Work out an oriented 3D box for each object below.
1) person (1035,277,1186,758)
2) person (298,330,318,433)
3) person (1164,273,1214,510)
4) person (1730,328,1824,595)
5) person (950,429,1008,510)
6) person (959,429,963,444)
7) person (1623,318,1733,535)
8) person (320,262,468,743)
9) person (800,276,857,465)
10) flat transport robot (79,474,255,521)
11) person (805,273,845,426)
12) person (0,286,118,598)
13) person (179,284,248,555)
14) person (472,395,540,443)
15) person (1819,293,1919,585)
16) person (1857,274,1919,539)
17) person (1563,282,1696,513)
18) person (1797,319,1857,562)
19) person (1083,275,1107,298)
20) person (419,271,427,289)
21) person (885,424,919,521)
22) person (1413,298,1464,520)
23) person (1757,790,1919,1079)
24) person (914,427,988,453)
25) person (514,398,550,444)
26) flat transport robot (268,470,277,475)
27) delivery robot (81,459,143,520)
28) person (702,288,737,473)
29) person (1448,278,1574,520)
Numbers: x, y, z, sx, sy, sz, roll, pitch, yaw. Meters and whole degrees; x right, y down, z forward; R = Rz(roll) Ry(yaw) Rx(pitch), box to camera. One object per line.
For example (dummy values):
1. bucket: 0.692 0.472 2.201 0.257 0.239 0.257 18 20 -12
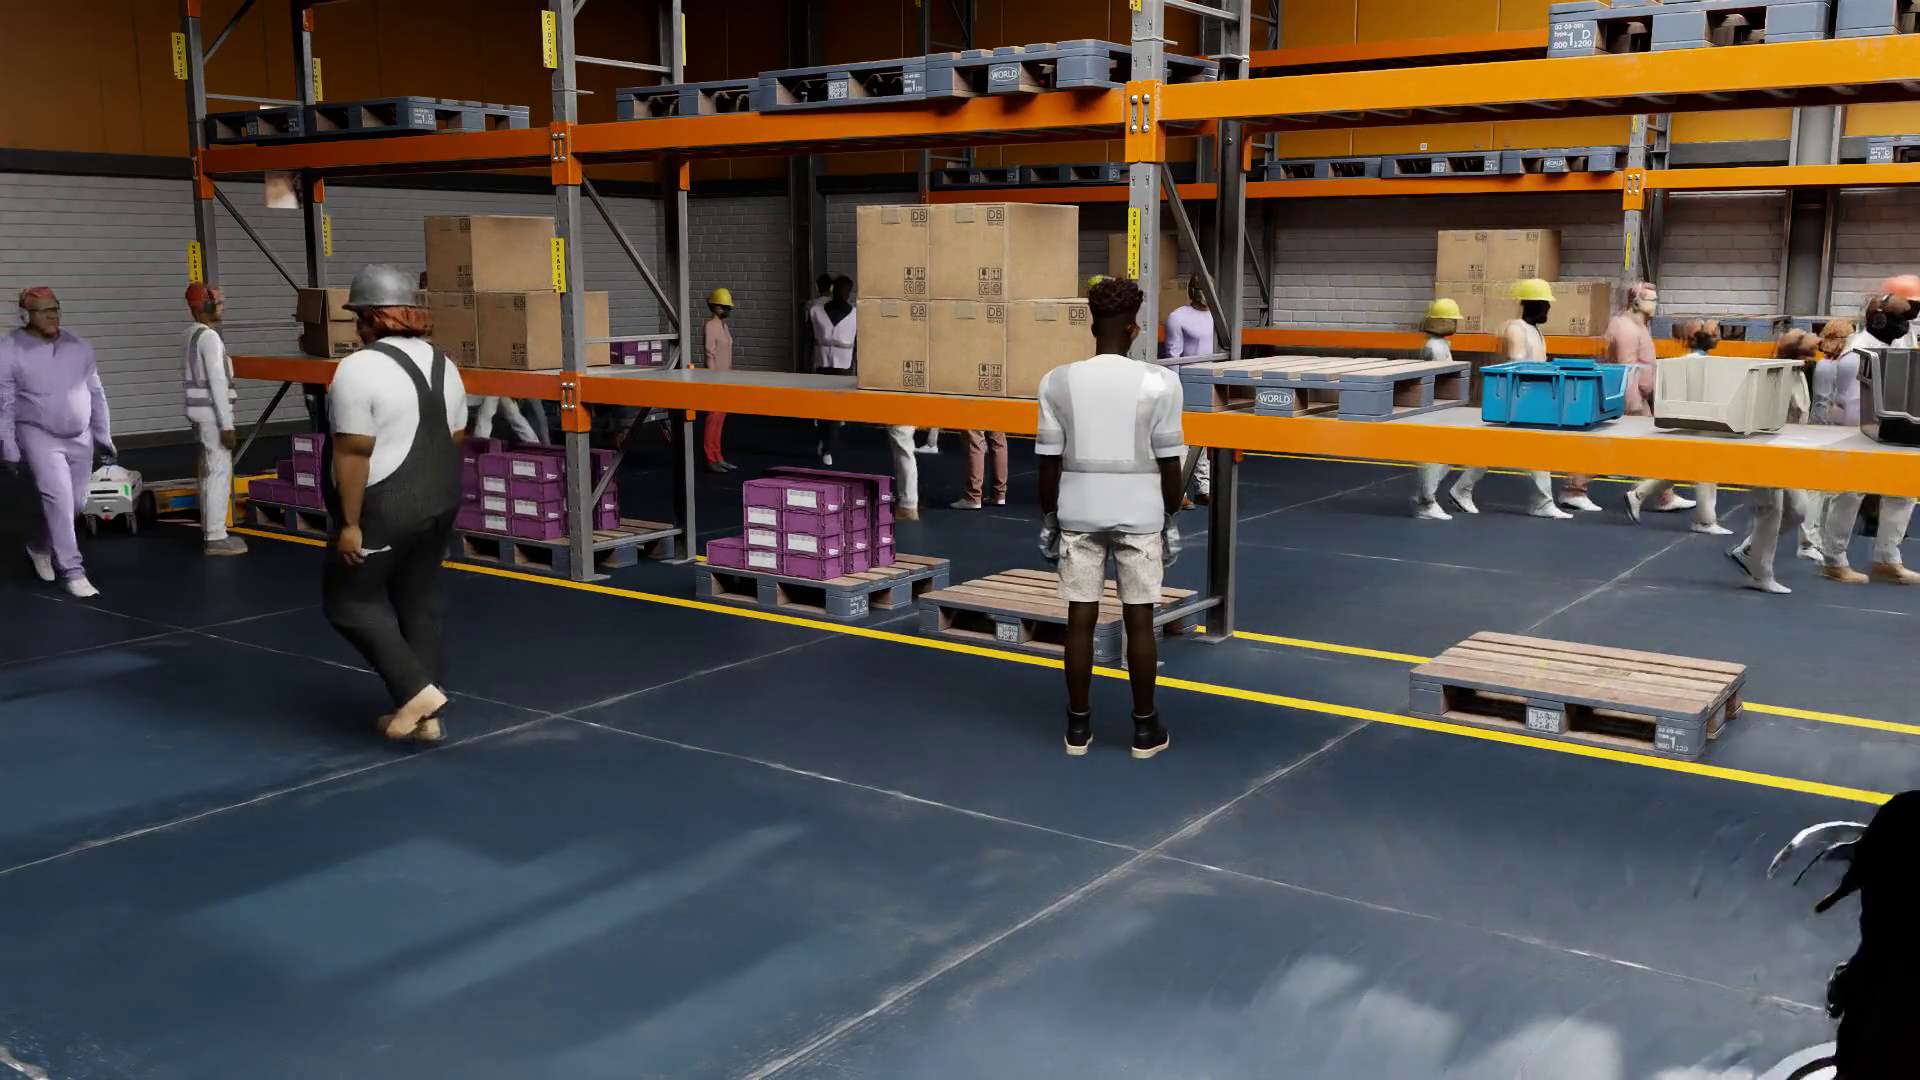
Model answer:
1. person: 0.613 -0.084 6.785 0.608 1.957 0.391 3 10 15
2. person: -5.541 -1.300 14.602 0.324 1.767 0.532 5 11 25
3. person: 1.950 -1.219 13.603 0.630 1.940 0.373 -6 11 -31
4. person: 4.953 -0.469 10.053 0.405 1.617 0.548 9 13 42
5. person: 0.162 -1.195 13.555 0.642 1.909 0.409 -9 13 -41
6. person: 0.227 -1.889 18.352 0.440 1.686 0.563 5 11 29
7. person: 5.405 -0.857 12.419 0.714 1.612 0.513 5 11 25
8. person: -2.365 -0.145 6.902 0.536 2.000 0.703 4 10 22
9. person: -1.253 -1.699 16.636 0.669 1.876 0.616 0 10 3
10. flat transport robot: -6.286 -0.357 13.425 0.652 0.197 1.431 8 13 40
11. person: -1.645 -2.316 20.341 0.538 1.869 0.313 1 10 5
12. person: -5.586 -0.613 10.197 0.892 1.879 0.639 5 11 28
13. person: -5.184 -0.825 11.536 0.348 1.863 0.710 -7 12 -38
14. person: -4.314 -1.484 15.540 1.038 1.829 0.616 -5 11 -29
15. person: 5.728 -0.604 10.289 0.666 1.817 0.682 -8 12 -38
16. person: 6.766 -0.954 12.062 0.582 1.923 0.406 -6 11 -33
17. person: 5.382 -1.125 13.310 1.025 1.851 0.676 6 11 31
18. person: 5.888 -0.676 11.275 0.278 1.634 0.498 7 12 36
19. person: 1.167 -1.194 13.570 0.590 1.910 0.512 -8 12 -39
20. person: -6.409 -2.304 20.182 0.639 1.902 0.406 7 12 36
21. person: -0.499 -1.062 13.086 0.614 1.794 0.762 7 12 34
22. person: 3.774 -1.017 13.019 0.369 1.731 0.518 2 10 14
23. person: 0.663 0.971 1.036 0.927 1.776 0.600 6 11 33
24. person: -0.060 -1.794 17.350 0.860 1.841 0.521 5 11 28
25. person: -3.985 -1.437 15.884 0.763 1.595 0.514 3 10 17
26. flat transport robot: -5.413 -0.547 14.558 0.652 0.197 1.431 7 12 35
27. delivery robot: -6.326 -0.374 12.405 0.477 0.478 0.707 -3 10 -18
28. person: -2.305 -1.530 15.971 0.327 1.765 0.529 2 10 10
29. person: 4.369 -1.120 13.153 0.943 1.894 0.580 8 13 41
